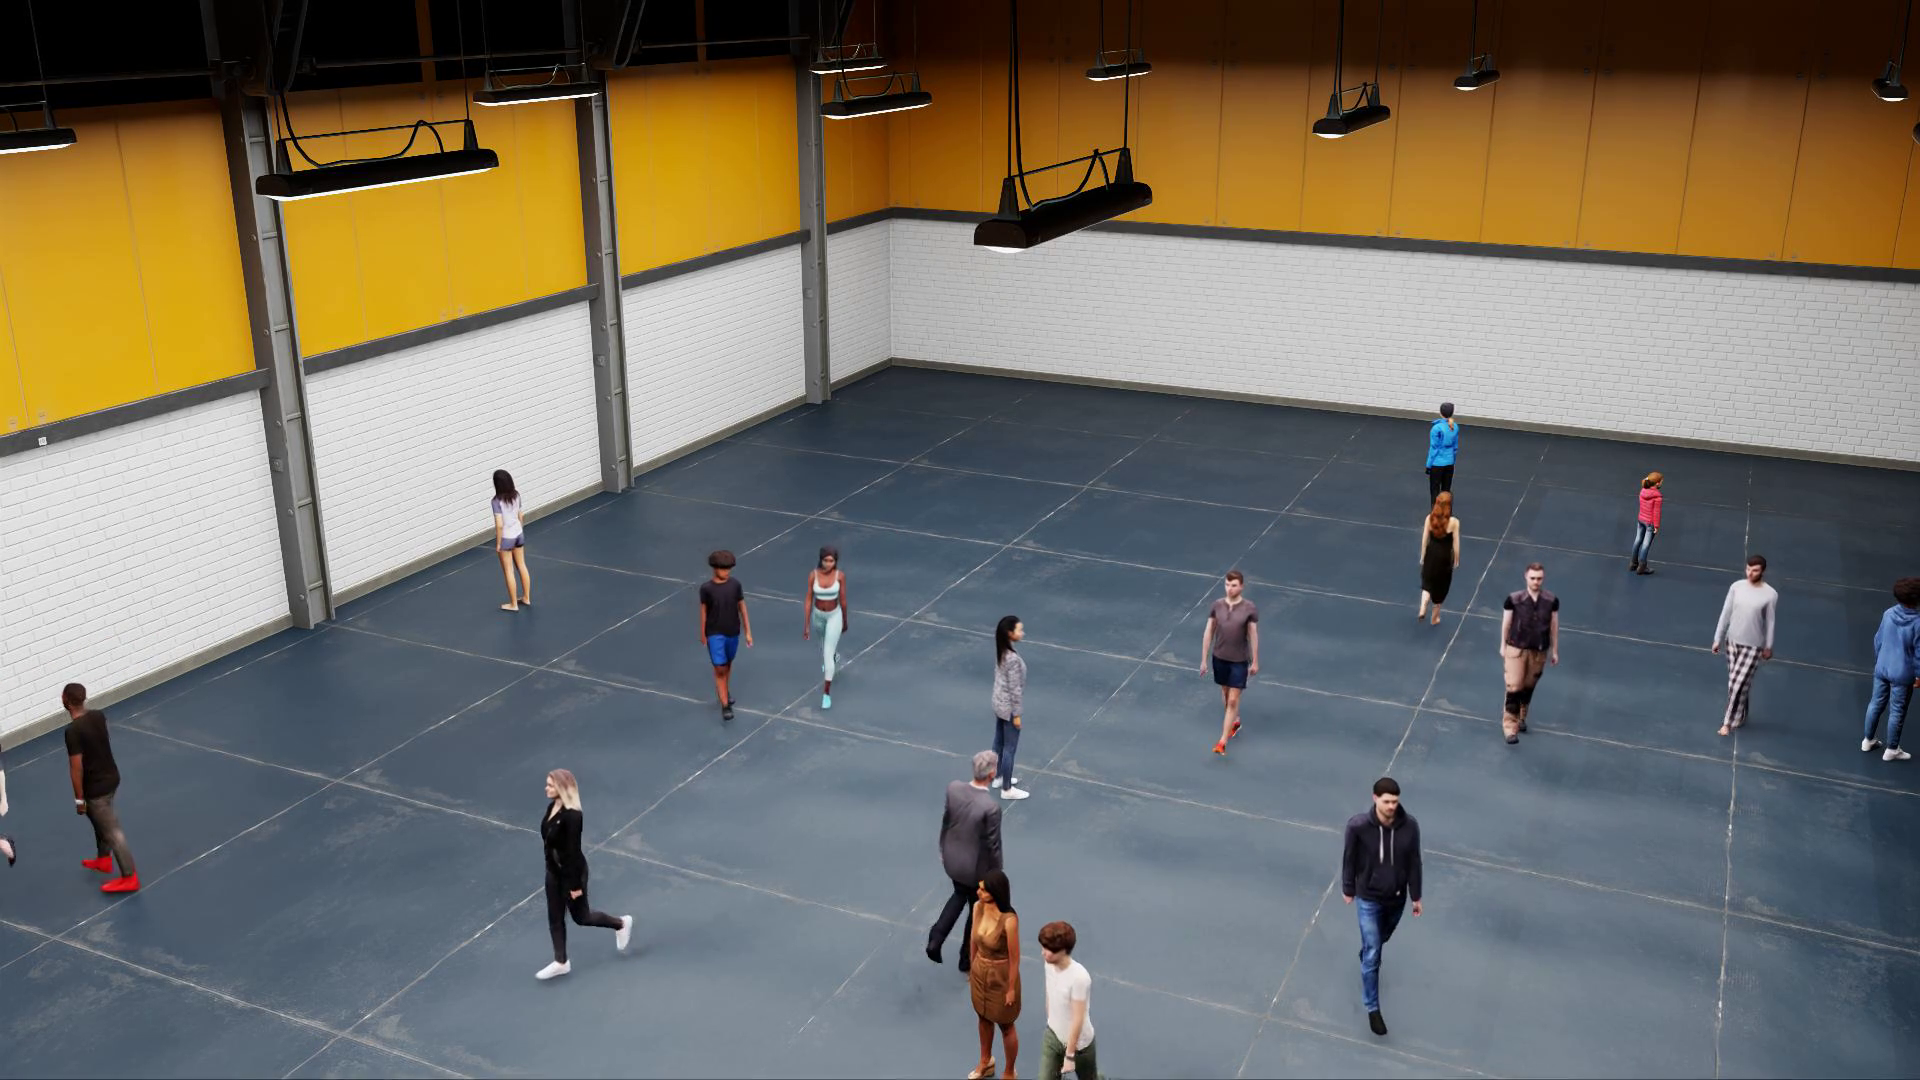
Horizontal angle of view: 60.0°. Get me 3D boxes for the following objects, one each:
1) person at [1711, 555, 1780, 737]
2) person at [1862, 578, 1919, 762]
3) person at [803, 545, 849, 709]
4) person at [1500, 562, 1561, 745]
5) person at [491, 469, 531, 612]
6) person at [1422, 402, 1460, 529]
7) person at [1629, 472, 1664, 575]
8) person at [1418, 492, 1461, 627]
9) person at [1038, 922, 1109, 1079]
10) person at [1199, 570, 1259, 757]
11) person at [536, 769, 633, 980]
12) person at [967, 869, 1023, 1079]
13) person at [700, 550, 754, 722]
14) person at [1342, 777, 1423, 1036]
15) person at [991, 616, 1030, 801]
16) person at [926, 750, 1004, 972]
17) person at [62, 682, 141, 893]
[{"bbox_3d":[7.871,1.010,16.594,1.078,1.826,0.910,-14,23,-36],"label":"person"},{"bbox_3d":[9.011,1.226,15.987,0.794,1.805,0.746,-8,20,-22],"label":"person"},{"bbox_3d":[-1.378,0.837,17.342,0.813,1.676,1.256,4,19,12],"label":"person"},{"bbox_3d":[5.608,1.058,16.482,0.927,1.806,1.154,1,19,2],"label":"person"},{"bbox_3d":[-5.351,-0.013,19.781,0.662,1.731,0.479,11,21,29],"label":"person"},{"bbox_3d":[6.551,-1.003,22.616,0.672,1.797,0.743,-8,20,-21],"label":"person"},{"bbox_3d":[8.696,-0.224,21.060,0.644,1.314,0.580,-6,19,-17],"label":"person"},{"bbox_3d":[5.504,0.249,19.190,0.608,1.611,0.684,11,21,29],"label":"person"},{"bbox_3d":[0.760,3.156,10.556,1.197,1.613,0.842,-17,25,-41],"label":"person"},{"bbox_3d":[2.673,1.152,16.209,0.694,1.804,1.150,9,21,26],"label":"person"},{"bbox_3d":[-2.849,2.487,12.465,1.105,1.661,0.915,-13,22,-33],"label":"person"},{"bbox_3d":[0.237,2.936,11.094,0.624,1.686,0.627,-17,25,-41],"label":"person"},{"bbox_3d":[-2.448,0.912,17.001,1.061,1.752,1.079,-10,21,-27],"label":"person"},{"bbox_3d":[3.032,2.529,12.049,1.054,1.849,1.317,0,19,-1],"label":"person"},{"bbox_3d":[0.438,1.513,15.248,0.744,1.731,0.670,-5,19,-15],"label":"person"},{"bbox_3d":[0.028,2.434,12.374,0.902,1.820,0.946,16,24,39],"label":"person"},{"bbox_3d":[-7.005,2.023,13.668,0.927,1.774,0.916,-3,19,-10],"label":"person"}]
